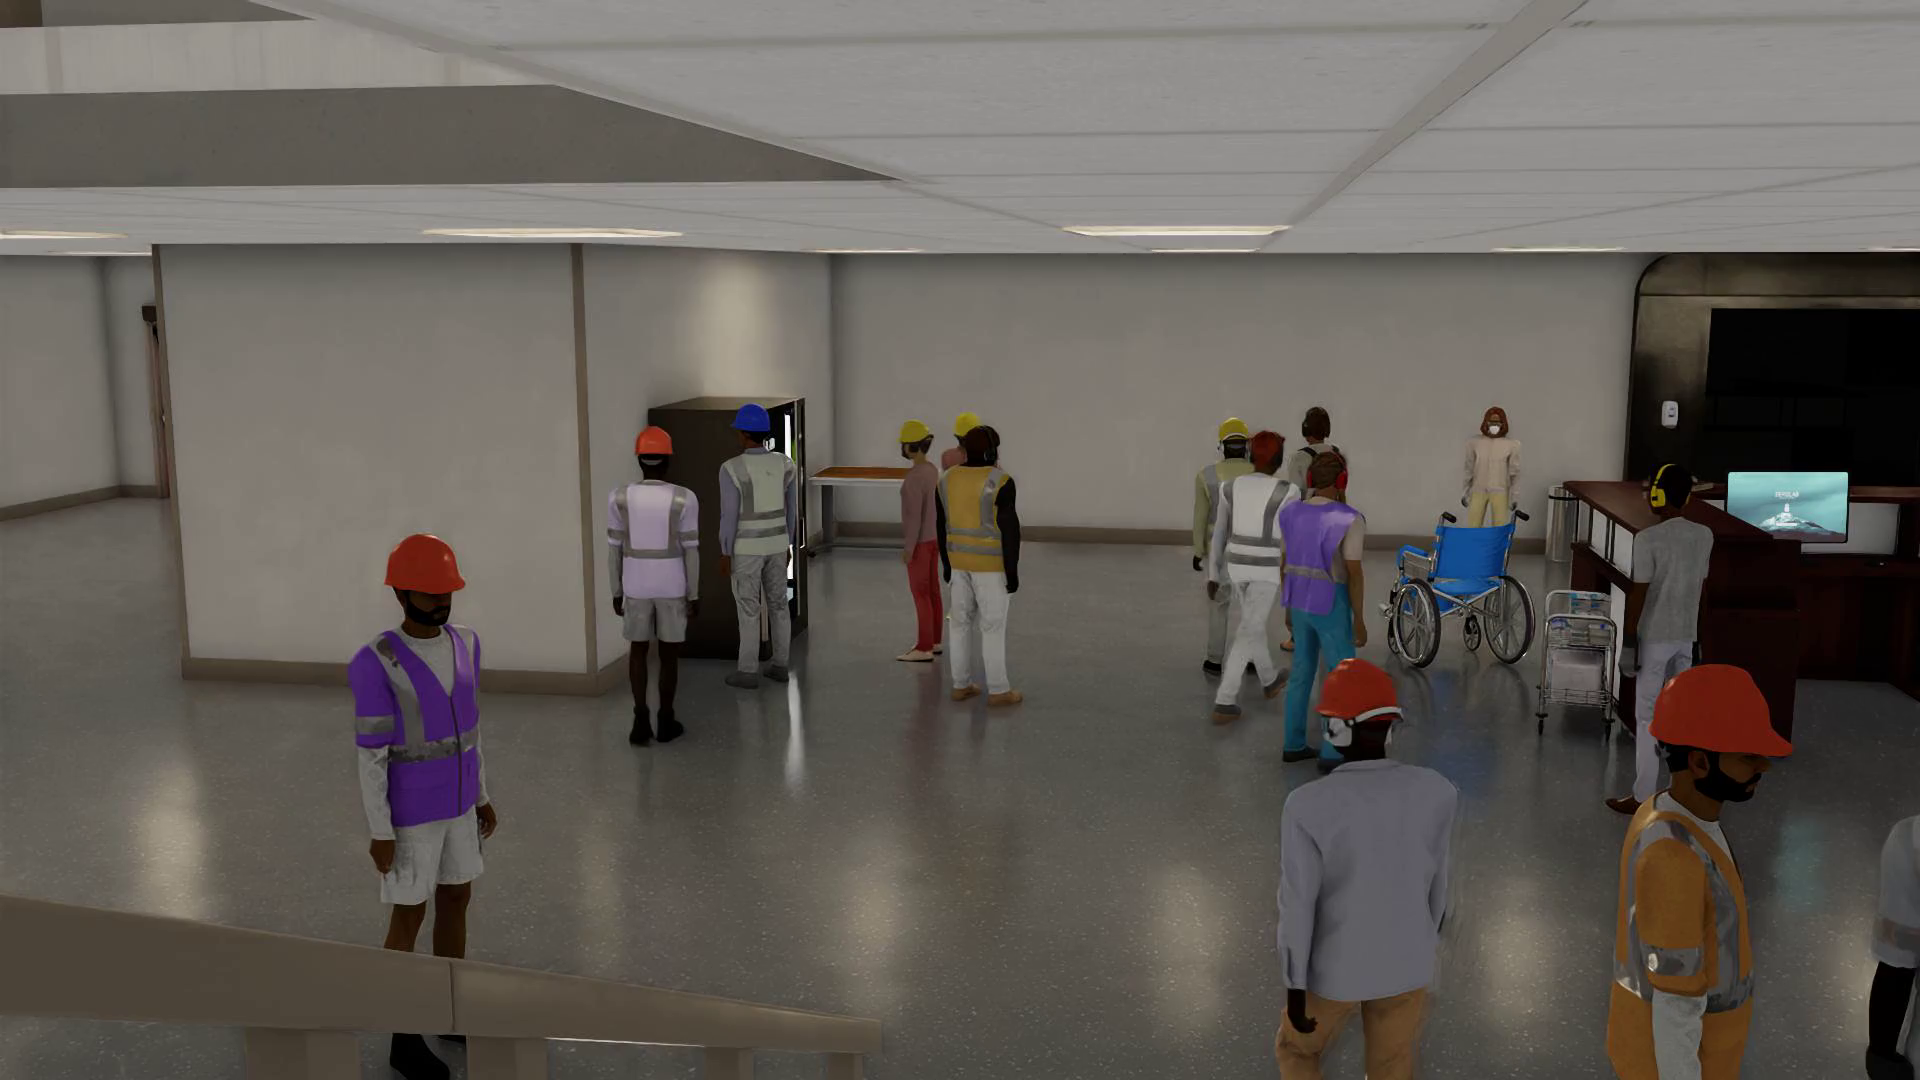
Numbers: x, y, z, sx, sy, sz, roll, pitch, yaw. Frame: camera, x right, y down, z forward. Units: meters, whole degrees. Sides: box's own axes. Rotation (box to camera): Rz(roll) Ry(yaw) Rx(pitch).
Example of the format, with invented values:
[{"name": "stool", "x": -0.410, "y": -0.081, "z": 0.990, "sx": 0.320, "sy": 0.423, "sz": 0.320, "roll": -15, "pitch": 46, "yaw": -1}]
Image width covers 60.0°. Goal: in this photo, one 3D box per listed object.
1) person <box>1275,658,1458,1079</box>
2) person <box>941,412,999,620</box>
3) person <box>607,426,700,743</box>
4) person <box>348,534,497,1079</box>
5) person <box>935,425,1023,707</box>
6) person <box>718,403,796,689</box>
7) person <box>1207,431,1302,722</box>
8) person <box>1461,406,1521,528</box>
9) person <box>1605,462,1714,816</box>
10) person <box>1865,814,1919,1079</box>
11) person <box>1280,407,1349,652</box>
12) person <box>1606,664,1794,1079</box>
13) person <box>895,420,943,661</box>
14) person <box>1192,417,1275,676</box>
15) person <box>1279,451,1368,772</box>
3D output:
[{"name": "person", "x": 1.166, "y": 1.206, "z": 4.846, "sx": 0.581, "sy": 1.736, "sz": 0.422, "roll": -2, "pitch": 9, "yaw": -13}, {"name": "person", "x": 0.127, "y": -0.240, "z": 13.857, "sx": 0.547, "sy": 1.716, "sz": 0.865, "roll": 4, "pitch": 10, "yaw": 22}, {"name": "person", "x": -1.829, "y": 0.284, "z": 9.962, "sx": 0.551, "sy": 1.923, "sz": 0.468, "roll": 0, "pitch": 9, "yaw": 3}, {"name": "person", "x": -1.865, "y": 0.933, "z": 5.903, "sx": 0.356, "sy": 1.937, "sz": 0.552, "roll": 5, "pitch": 10, "yaw": 28}, {"name": "person", "x": 0.139, "y": 0.170, "z": 10.912, "sx": 0.624, "sy": 1.845, "sz": 0.430, "roll": 7, "pitch": 12, "yaw": 37}, {"name": "person", "x": -1.383, "y": 0.042, "z": 11.358, "sx": 0.605, "sy": 1.951, "sz": 0.381, "roll": -8, "pitch": 12, "yaw": -41}, {"name": "person", "x": 1.916, "y": 0.214, "z": 10.670, "sx": 0.582, "sy": 1.826, "sz": 1.019, "roll": 9, "pitch": 13, "yaw": 43}, {"name": "person", "x": 4.822, "y": -0.403, "z": 15.116, "sx": 0.504, "sy": 1.628, "sz": 0.283, "roll": 5, "pitch": 10, "yaw": 27}, {"name": "person", "x": 3.653, "y": 0.529, "z": 8.647, "sx": 0.508, "sy": 1.862, "sz": 0.326, "roll": -4, "pitch": 10, "yaw": -22}, {"name": "person", "x": 2.406, "y": 1.265, "z": 3.820, "sx": 0.610, "sy": 1.954, "sz": 0.387, "roll": 6, "pitch": 11, "yaw": 31}, {"name": "person", "x": 2.627, "y": -0.068, "z": 12.358, "sx": 0.506, "sy": 1.846, "sz": 0.344, "roll": -4, "pitch": 10, "yaw": -23}, {"name": "person", "x": 1.737, "y": 1.244, "z": 3.985, "sx": 0.354, "sy": 1.939, "sz": 0.545, "roll": 4, "pitch": 10, "yaw": 22}, {"name": "person", "x": -0.312, "y": 0.006, "z": 12.160, "sx": 0.331, "sy": 1.765, "sz": 0.533, "roll": 3, "pitch": 10, "yaw": 17}, {"name": "person", "x": 1.922, "y": 0.052, "z": 11.693, "sx": 0.588, "sy": 1.823, "sz": 0.403, "roll": 0, "pitch": 9, "yaw": 0}, {"name": "person", "x": 2.048, "y": 0.412, "z": 9.464, "sx": 0.403, "sy": 1.827, "sz": 0.588, "roll": -7, "pitch": 12, "yaw": -38}]
